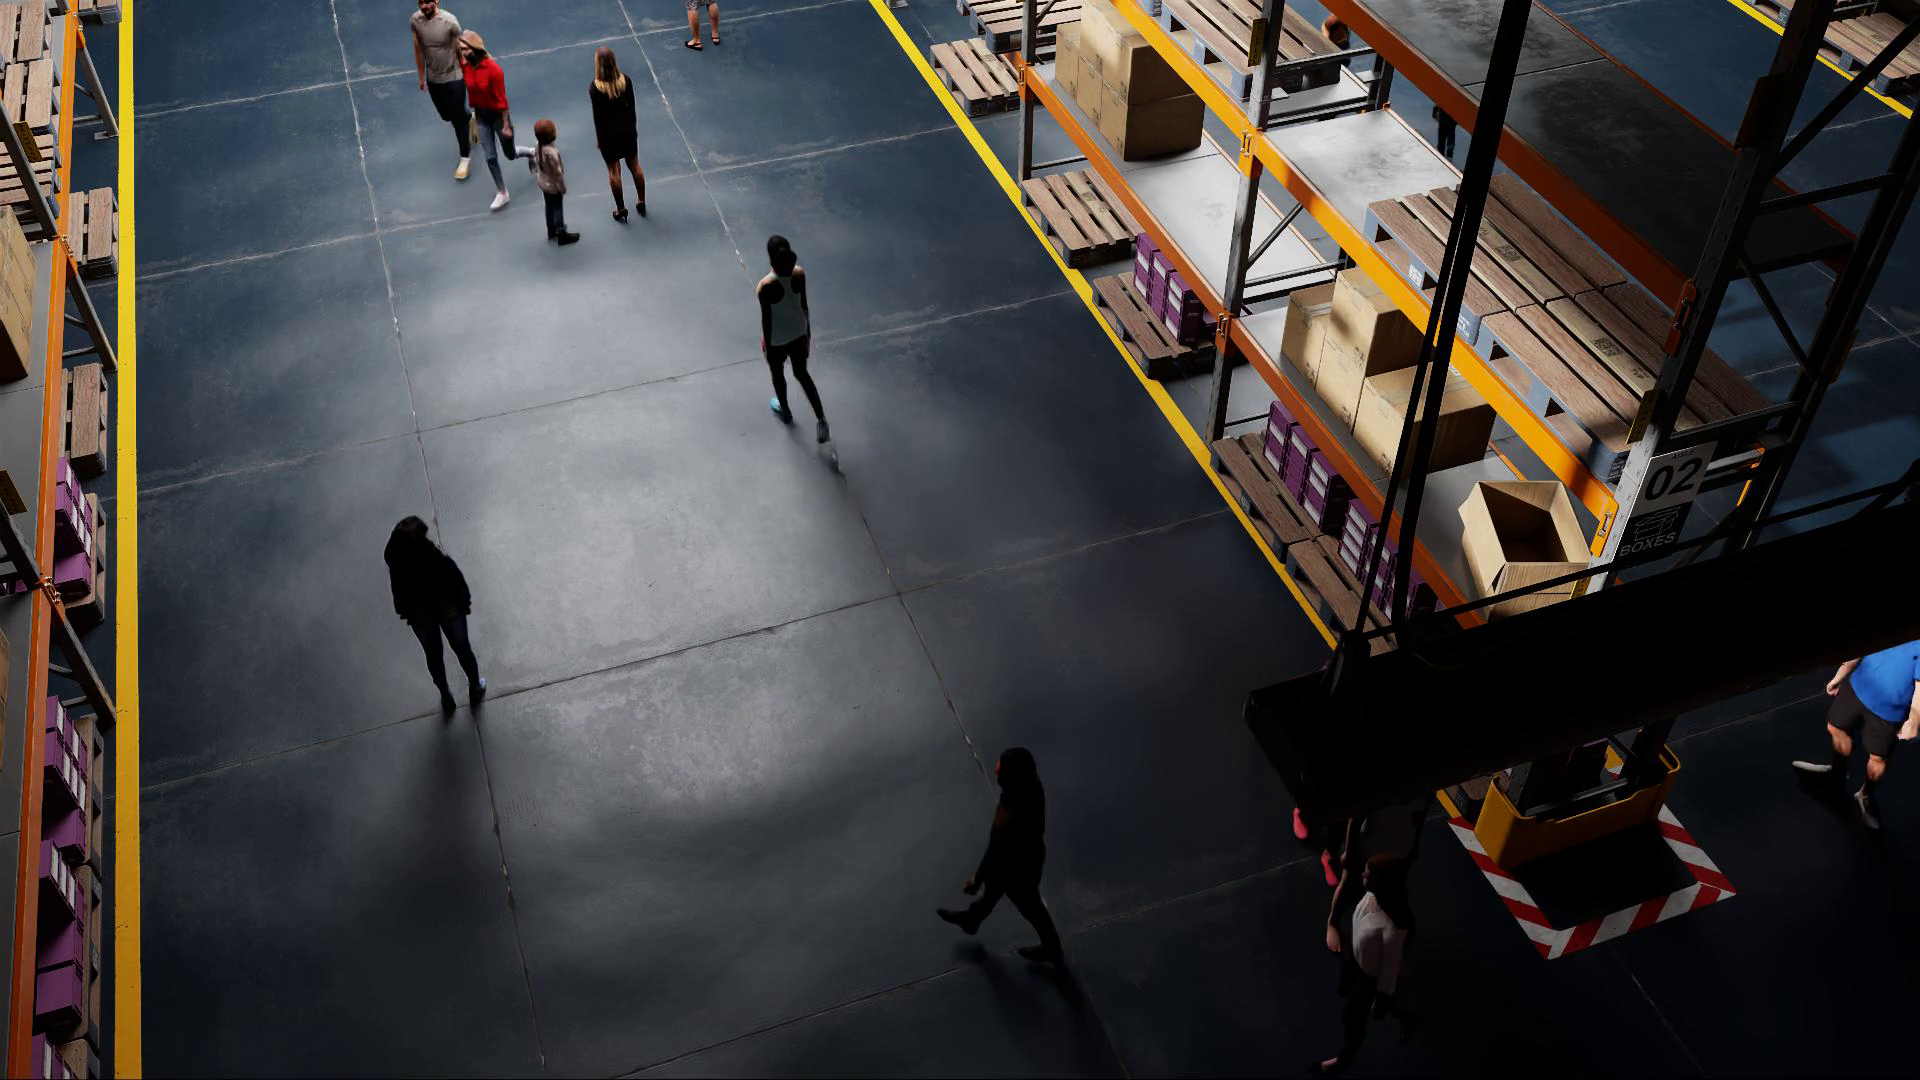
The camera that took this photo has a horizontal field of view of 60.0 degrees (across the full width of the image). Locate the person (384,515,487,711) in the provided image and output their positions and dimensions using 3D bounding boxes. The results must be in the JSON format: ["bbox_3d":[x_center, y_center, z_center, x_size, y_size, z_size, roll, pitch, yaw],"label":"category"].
[{"bbox_3d":[-3.328,0.460,10.566,0.631,1.617,0.571,-10,44,-10],"label":"person"}]

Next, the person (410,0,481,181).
[{"bbox_3d":[-4.730,-4.326,15.407,0.998,1.871,1.147,4,44,4],"label":"person"}]

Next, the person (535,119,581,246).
[{"bbox_3d":[-3.615,-3.172,14.687,0.586,1.192,0.476,-30,51,-28],"label":"person"}]

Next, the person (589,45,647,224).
[{"bbox_3d":[-3.051,-3.606,14.793,0.602,1.676,0.544,-26,49,-25],"label":"person"}]

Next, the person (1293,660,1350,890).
[{"bbox_3d":[2.123,1.198,9.755,0.800,1.669,0.968,0,44,0],"label":"person"}]

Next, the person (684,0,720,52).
[{"bbox_3d":[-2.735,-5.907,17.188,0.601,1.703,0.551,-22,48,-22],"label":"person"}]

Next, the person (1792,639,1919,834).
[{"bbox_3d":[5.541,0.959,9.890,0.875,1.828,0.508,-23,48,-23],"label":"person"}]

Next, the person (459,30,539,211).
[{"bbox_3d":[-4.166,-3.841,15.034,0.951,1.682,1.034,15,46,16],"label":"person"}]

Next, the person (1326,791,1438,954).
[{"bbox_3d":[2.347,1.690,9.212,0.636,1.705,0.579,-6,44,-6],"label":"person"}]

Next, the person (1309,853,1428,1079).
[{"bbox_3d":[2.201,2.211,8.635,0.883,1.747,0.887,-6,44,-6],"label":"person"}]

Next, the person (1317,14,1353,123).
[{"bbox_3d":[3.555,-4.524,15.792,0.644,1.626,0.640,-33,53,-30],"label":"person"}]

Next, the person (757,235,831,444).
[{"bbox_3d":[-1.262,-1.473,12.504,0.764,1.743,1.130,-25,49,-24],"label":"person"}]

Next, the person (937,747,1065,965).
[{"bbox_3d":[0.413,1.798,9.072,1.038,1.742,1.062,9,44,9],"label":"person"}]
